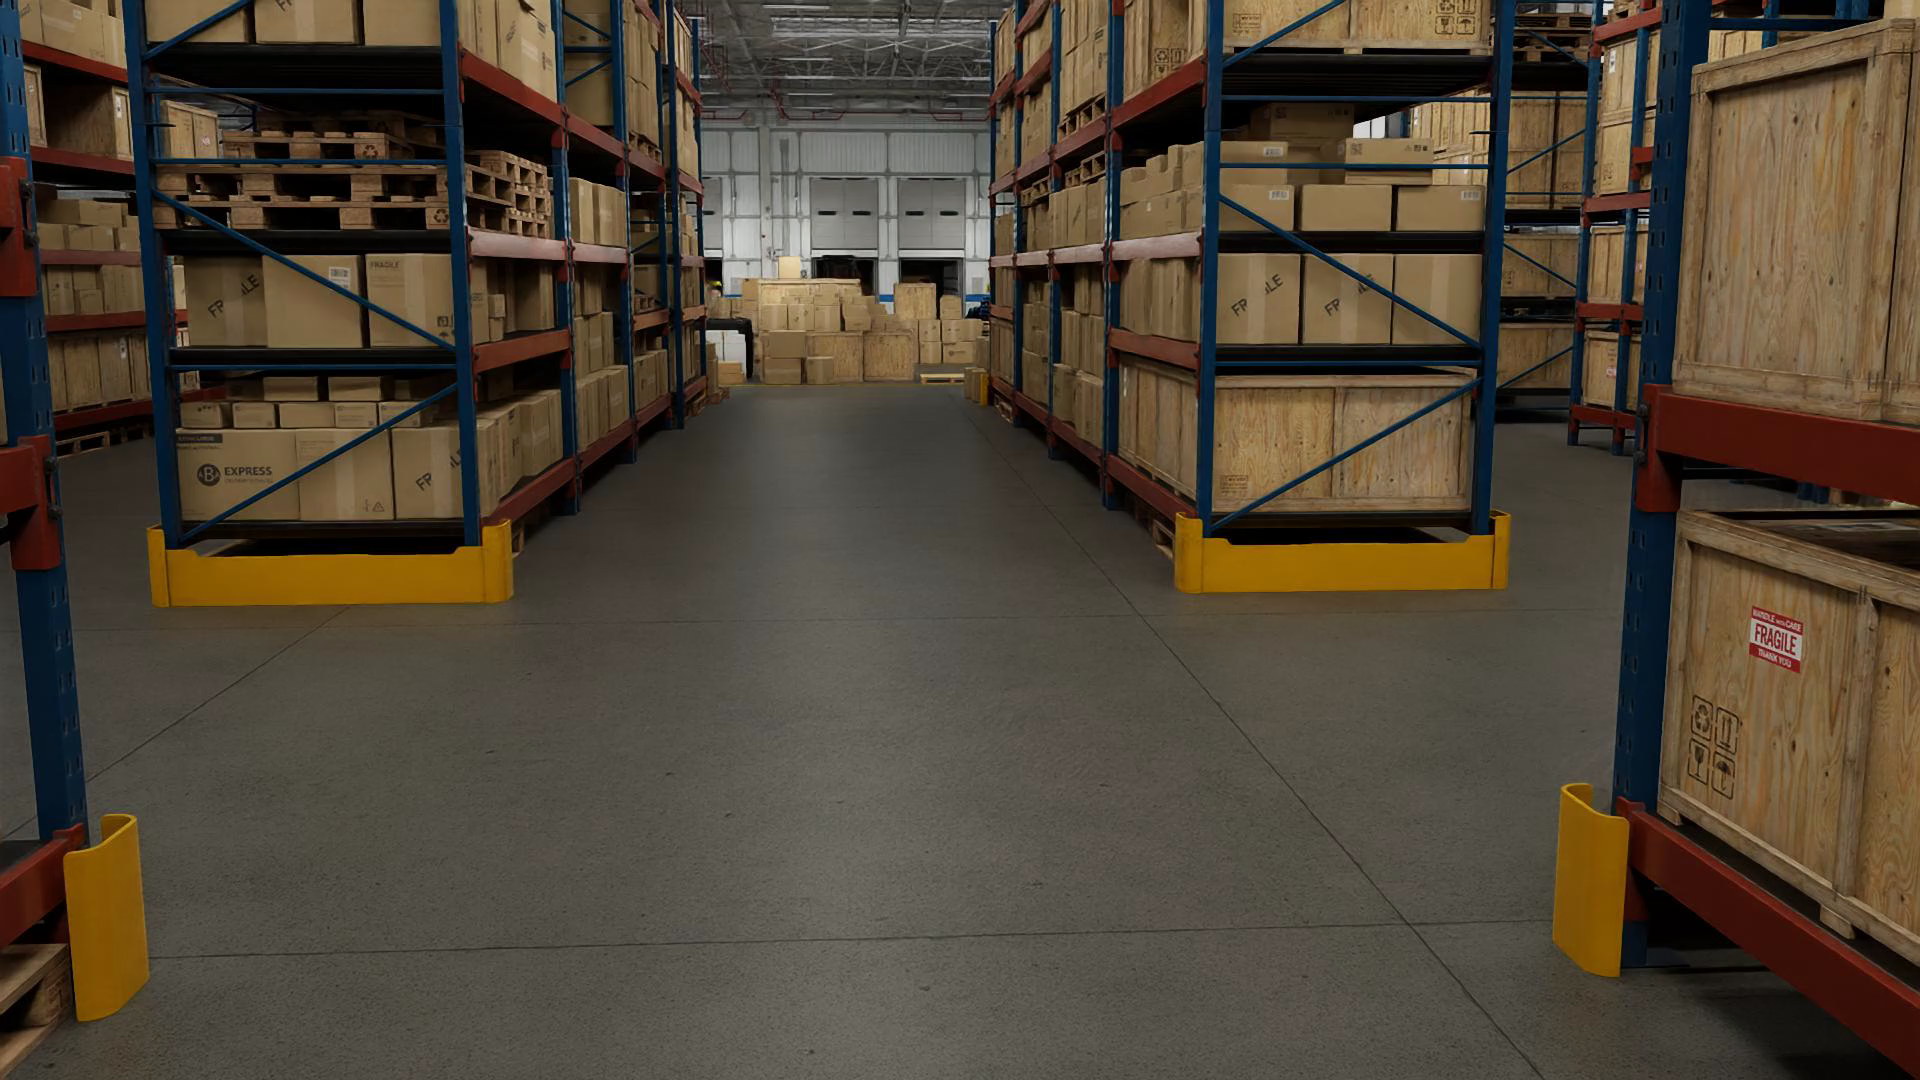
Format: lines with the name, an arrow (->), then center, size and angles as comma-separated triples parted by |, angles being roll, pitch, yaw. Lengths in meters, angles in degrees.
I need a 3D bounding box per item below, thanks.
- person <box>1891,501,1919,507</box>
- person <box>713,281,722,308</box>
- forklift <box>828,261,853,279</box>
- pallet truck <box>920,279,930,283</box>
person -> 3.617, 0.273, 5.929 | 0.776, 1.813, 0.595 | -1, 9, -7
person -> -9.624, -9.306, 65.904 | 0.966, 1.886, 0.598 | 1, 9, 3
forklift -> -4.124, -8.499, 57.697 | 1.129, 2.768, 1.873 | 0, 9, 0
pallet truck -> -0.932, -8.922, 63.114 | 1.885, 1.965, 0.823 | 2, 9, 13
